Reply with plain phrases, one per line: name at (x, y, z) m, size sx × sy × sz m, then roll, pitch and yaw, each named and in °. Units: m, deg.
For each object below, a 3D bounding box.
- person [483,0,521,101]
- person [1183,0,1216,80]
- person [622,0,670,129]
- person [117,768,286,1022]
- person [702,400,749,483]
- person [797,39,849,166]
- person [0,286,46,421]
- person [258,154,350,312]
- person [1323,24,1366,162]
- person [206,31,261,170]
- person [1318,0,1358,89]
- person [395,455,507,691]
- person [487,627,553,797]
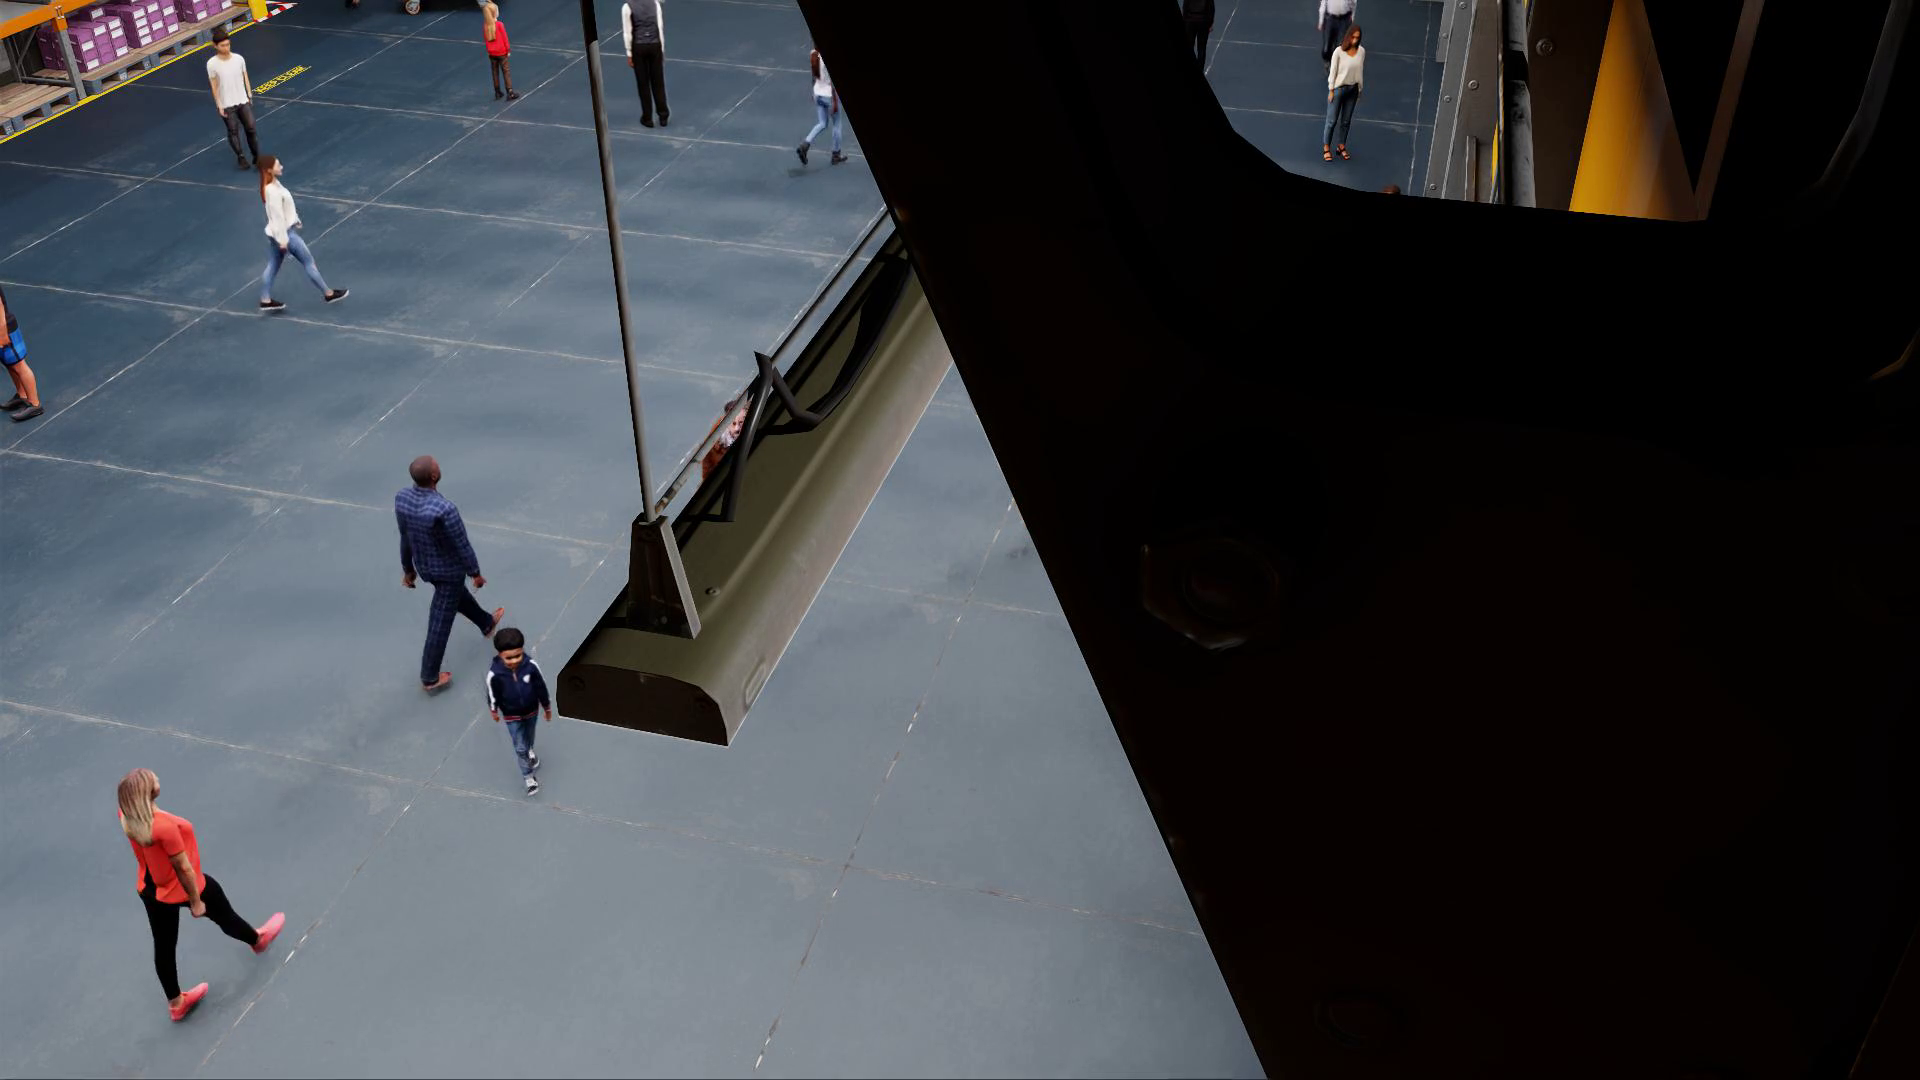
person at (-6.267, -6.624, 22.558) m, size 0.481 × 1.282 × 0.487 m, roll 9°, pitch 35°, yaw 13°
person at (3.288, -7.155, 23.001) m, size 0.593 × 1.675 × 0.544 m, roll 10°, pitch 35°, yaw 14°
person at (-4.062, -6.324, 21.539) m, size 0.786 × 1.910 × 0.813 m, roll -11°, pitch 35°, yaw -16°
person at (-4.433, 2.003, 9.234) m, size 0.708 × 1.663 × 1.059 m, roll 13°, pitch 36°, yaw 19°
person at (-1.664, -0.276, 12.515) m, size 0.850 × 1.826 × 0.871 m, roll -9°, pitch 35°, yaw -13°
person at (-1.692, -5.363, 20.281) m, size 1.041 × 1.702 × 0.882 m, roll -27°, pitch 42°, yaw -35°
person at (-8.711, -1.957, 15.069) m, size 0.737 × 1.799 × 0.713 m, roll -28°, pitch 43°, yaw -35°
person at (-6.956, -3.075, 16.887) m, size 1.154 × 1.648 × 1.106 m, roll -16°, pitch 37°, yaw -23°
person at (4.752, -5.553, 20.588) m, size 0.697 × 1.678 × 0.705 m, roll -8°, pitch 35°, yaw -12°
person at (-8.911, -5.377, 20.306) m, size 0.831 × 1.698 × 0.884 m, roll -22°, pitch 39°, yaw -29°
person at (5.216, -7.196, 22.956) m, size 0.683 × 1.794 × 1.064 m, roll 6°, pitch 34°, yaw 9°
person at (-3.721, 0.262, 11.748) m, size 0.878 × 1.780 × 1.246 m, roll 16°, pitch 37°, yaw 23°
person at (-2.933, 1.072, 11.061) m, size 0.811 × 1.191 × 0.901 m, roll -14°, pitch 36°, yaw -20°
